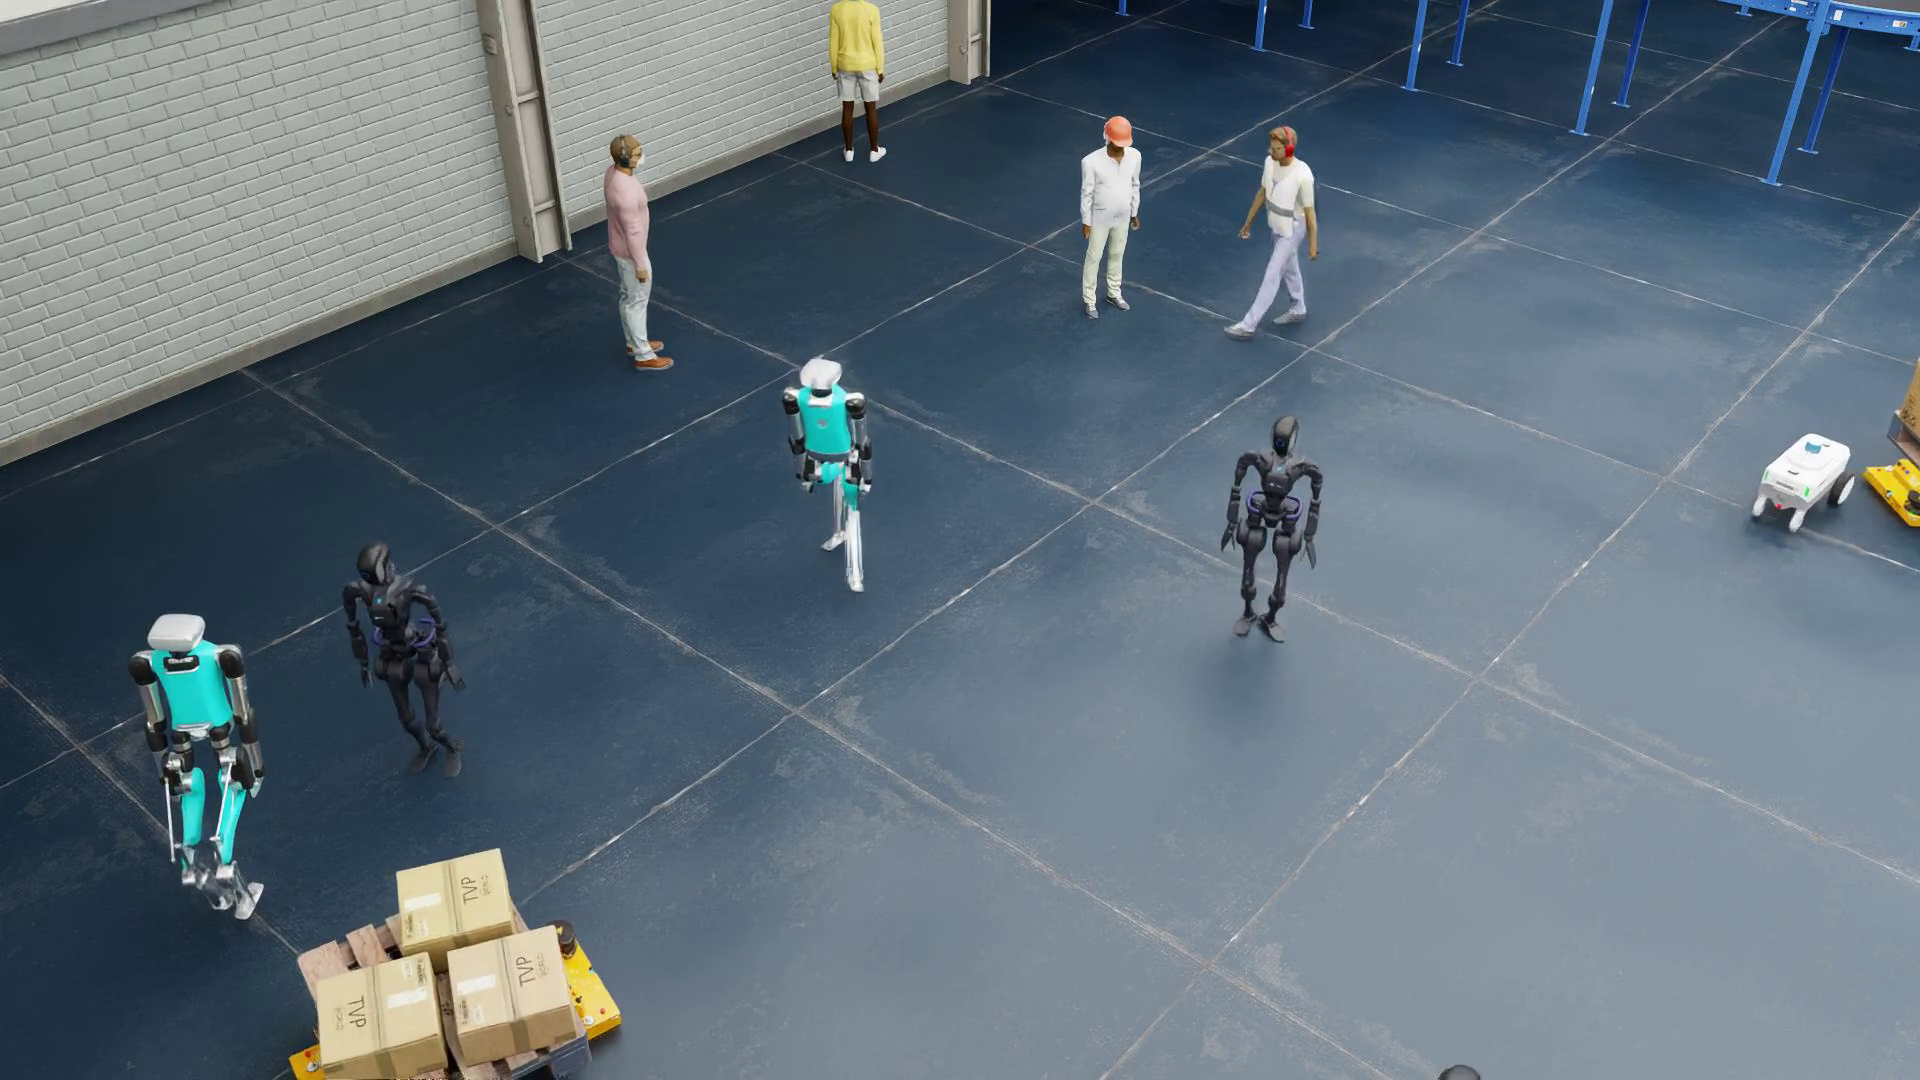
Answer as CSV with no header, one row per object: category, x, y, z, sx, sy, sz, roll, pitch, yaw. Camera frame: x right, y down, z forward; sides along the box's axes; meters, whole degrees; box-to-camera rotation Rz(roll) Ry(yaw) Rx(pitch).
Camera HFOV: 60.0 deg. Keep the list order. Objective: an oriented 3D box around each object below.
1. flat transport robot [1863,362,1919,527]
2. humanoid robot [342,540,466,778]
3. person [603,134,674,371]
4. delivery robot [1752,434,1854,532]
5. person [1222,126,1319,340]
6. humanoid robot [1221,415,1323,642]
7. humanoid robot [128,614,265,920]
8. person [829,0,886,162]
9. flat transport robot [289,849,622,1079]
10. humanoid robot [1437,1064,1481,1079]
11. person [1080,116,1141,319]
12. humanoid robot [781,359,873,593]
flat transport robot,7.346,-0.371,11.909,1.431,0.231,0.659,-2,36,-3
humanoid robot,-3.072,0.662,9.247,0.609,1.646,0.339,3,36,4
person,-2.582,-2.279,13.150,0.377,1.939,0.627,-11,37,-16
delivery robot,5.972,-0.457,11.768,0.769,0.577,0.499,-29,45,-34
person,2.574,-2.501,13.584,0.941,1.792,0.619,-12,37,-16
humanoid robot,1.930,-0.074,10.283,0.599,1.644,0.350,10,37,13
humanoid robot,-3.777,1.282,8.333,0.539,1.764,0.844,-5,36,-7
person,-1.029,-4.711,16.599,0.542,1.898,0.378,4,36,5
flat transport robot,-2.442,2.380,8.045,1.431,0.231,0.659,-21,41,-27
humanoid robot,1.778,2.631,6.488,0.587,1.637,0.405,23,41,29
person,1.264,-2.711,13.920,0.559,1.743,0.332,-16,38,-21
humanoid robot,-0.784,-0.541,10.894,0.538,1.728,0.911,6,36,8
